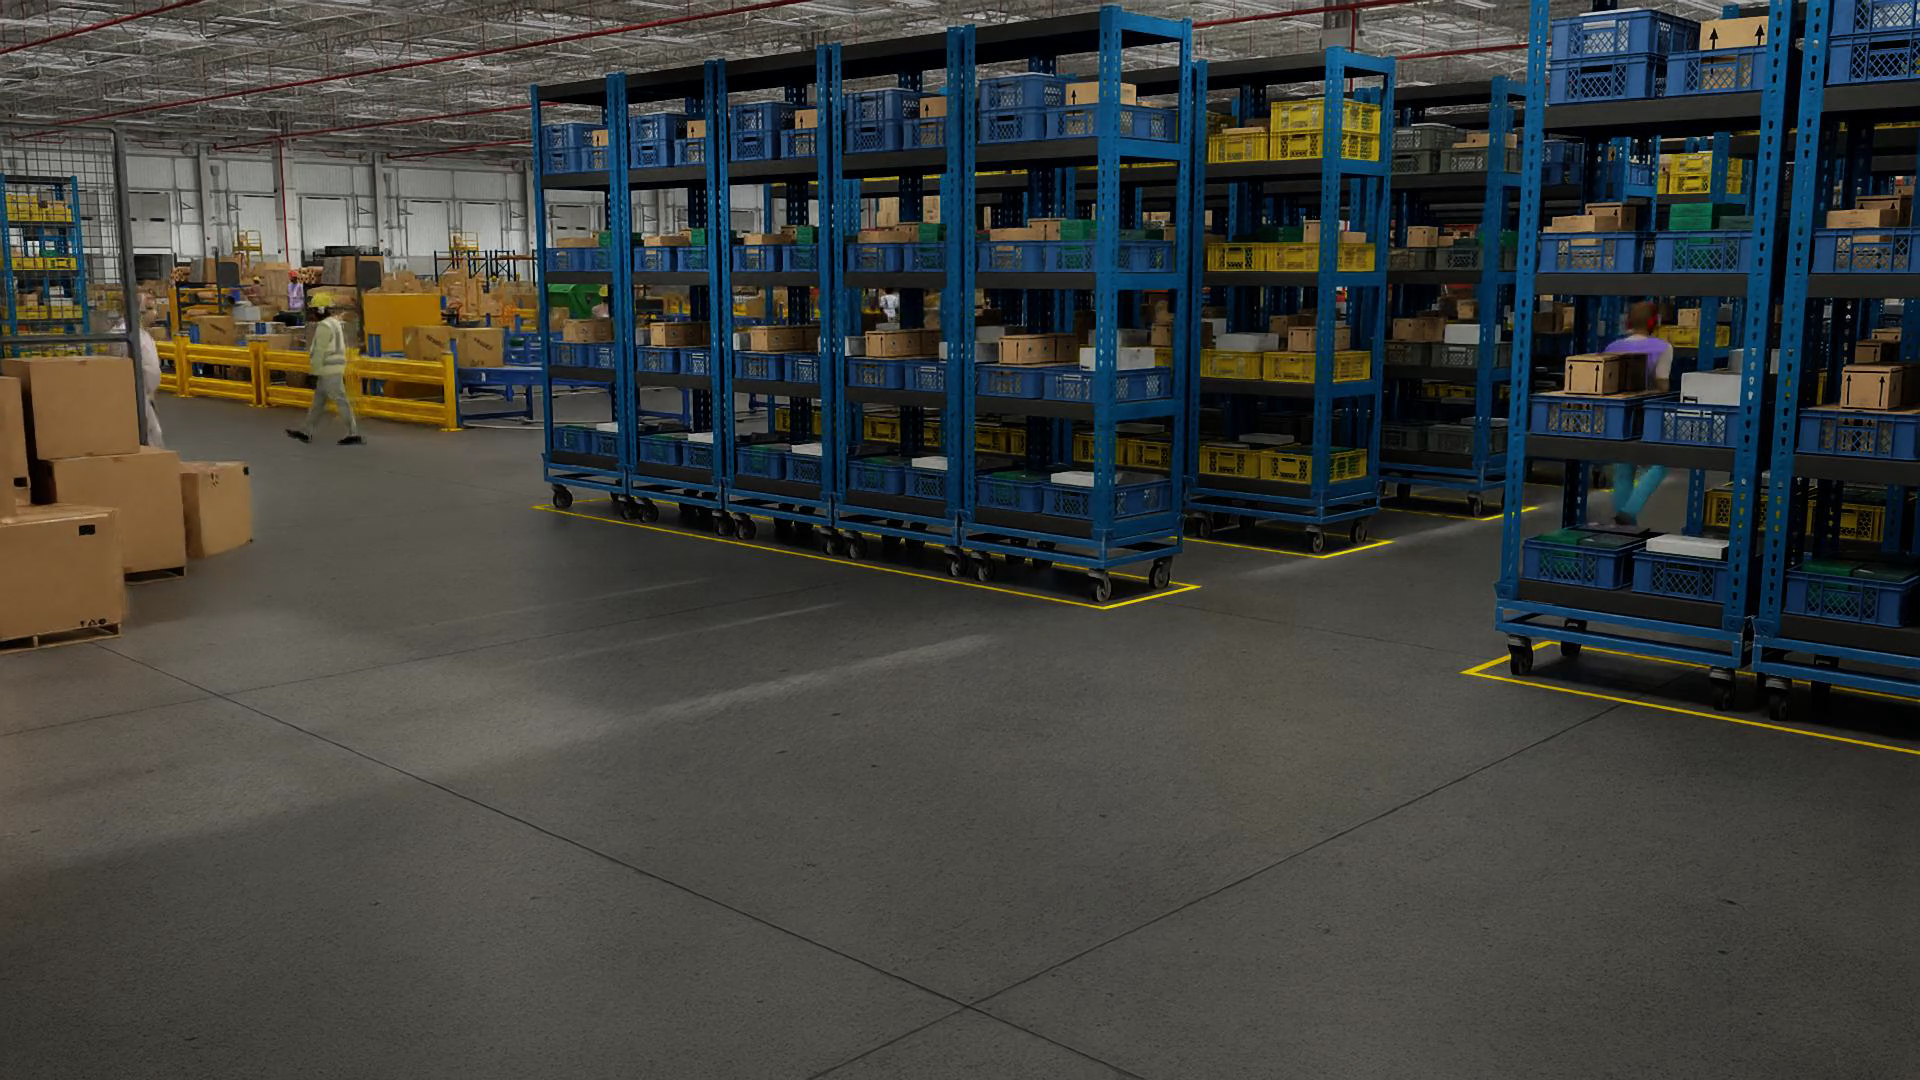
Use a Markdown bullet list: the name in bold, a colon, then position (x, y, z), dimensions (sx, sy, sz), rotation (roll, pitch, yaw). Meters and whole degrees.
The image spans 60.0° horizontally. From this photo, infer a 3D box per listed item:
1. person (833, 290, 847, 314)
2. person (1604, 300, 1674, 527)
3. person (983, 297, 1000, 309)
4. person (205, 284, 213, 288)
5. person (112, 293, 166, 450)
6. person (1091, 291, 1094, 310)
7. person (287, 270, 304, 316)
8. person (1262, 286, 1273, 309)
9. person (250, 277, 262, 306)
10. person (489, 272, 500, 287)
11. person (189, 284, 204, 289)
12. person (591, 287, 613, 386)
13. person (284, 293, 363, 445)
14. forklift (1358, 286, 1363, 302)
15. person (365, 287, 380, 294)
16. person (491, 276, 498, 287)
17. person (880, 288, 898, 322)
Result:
- **person**: position (-3.523, -6.499, 47.150), dimensions (0.925, 1.783, 0.613), rotation (9, 13, 44)
- **person**: position (5.094, -0.880, 12.529), dimensions (0.438, 1.830, 0.581), rotation (-6, 11, -32)
- **person**: position (1.057, -7.113, 50.688), dimensions (0.701, 1.868, 0.803), rotation (4, 10, 22)
- **person**: position (-37.184, -12.202, 82.376), dimensions (0.532, 1.697, 0.319), rotation (6, 11, 33)
- **person**: position (-7.567, -1.310, 15.164), dimensions (1.005, 1.858, 0.691), rotation (-3, 10, -18)
- **person**: position (5.090, -9.198, 63.959), dimensions (0.318, 1.697, 0.535), rotation (-2, 9, -12)
- **person**: position (-18.791, -6.613, 47.078), dimensions (0.605, 2.036, 0.393), rotation (4, 10, 21)
- **person**: position (9.761, -7.366, 52.144), dimensions (0.643, 1.902, 0.993), rotation (-5, 10, -26)
- **person**: position (-27.440, -9.389, 64.945), dimensions (0.523, 1.760, 0.328), rotation (4, 10, 21)
- **person**: position (-23.139, -12.359, 82.680), dimensions (0.587, 1.913, 0.391), rotation (0, 9, 2)
- **person**: position (-26.101, -8.187, 56.845), dimensions (0.611, 1.996, 0.378), rotation (2, 10, 15)
- **person**: position (-6.241, -3.596, 29.430), dimensions (0.539, 1.760, 0.340), rotation (-3, 10, -18)
- **person**: position (-7.490, -1.993, 19.508), dimensions (0.924, 1.781, 0.591), rotation (-2, 10, -13)
- **forklift**: position (11.100, -7.017, 46.970), dimensions (1.873, 2.768, 1.129), rotation (9, 13, 43)
- **person**: position (-21.208, -8.768, 60.273), dimensions (0.672, 2.000, 0.692), rotation (-2, 9, -11)
- **person**: position (-21.976, -11.612, 78.617), dimensions (0.293, 1.744, 0.492), rotation (-8, 12, -40)
- **person**: position (-1.855, -5.946, 44.087), dimensions (0.537, 1.671, 0.720), rotation (-8, 12, -39)
